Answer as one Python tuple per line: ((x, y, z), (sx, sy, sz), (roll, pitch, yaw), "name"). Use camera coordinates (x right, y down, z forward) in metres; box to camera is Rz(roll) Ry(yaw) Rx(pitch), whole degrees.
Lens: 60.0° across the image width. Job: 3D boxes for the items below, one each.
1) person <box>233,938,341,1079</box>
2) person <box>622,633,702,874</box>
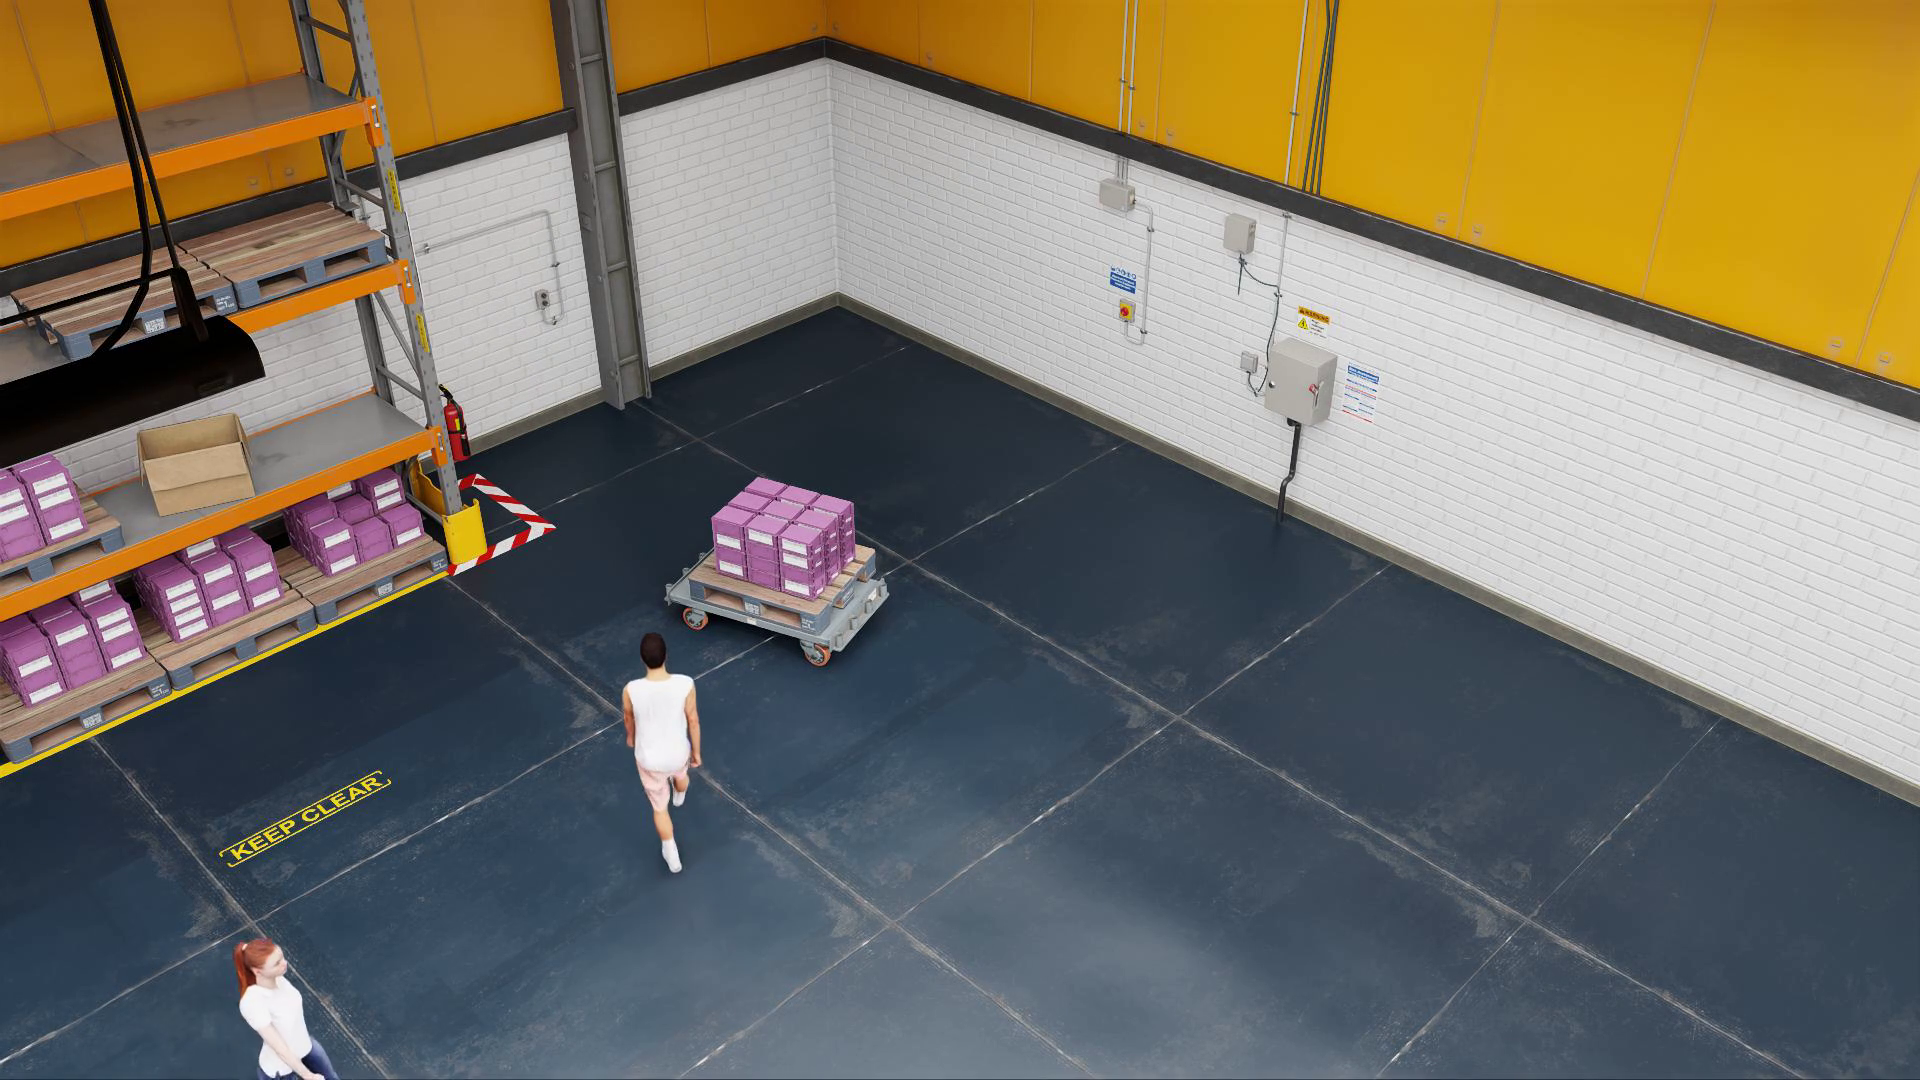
((-3.755, 2.842, 9.021), (1.136, 1.690, 1.034), (-2, 34, -3), "person")
((-1.972, 1.461, 11.050), (1.137, 1.744, 1.039), (-10, 35, -14), "person")
